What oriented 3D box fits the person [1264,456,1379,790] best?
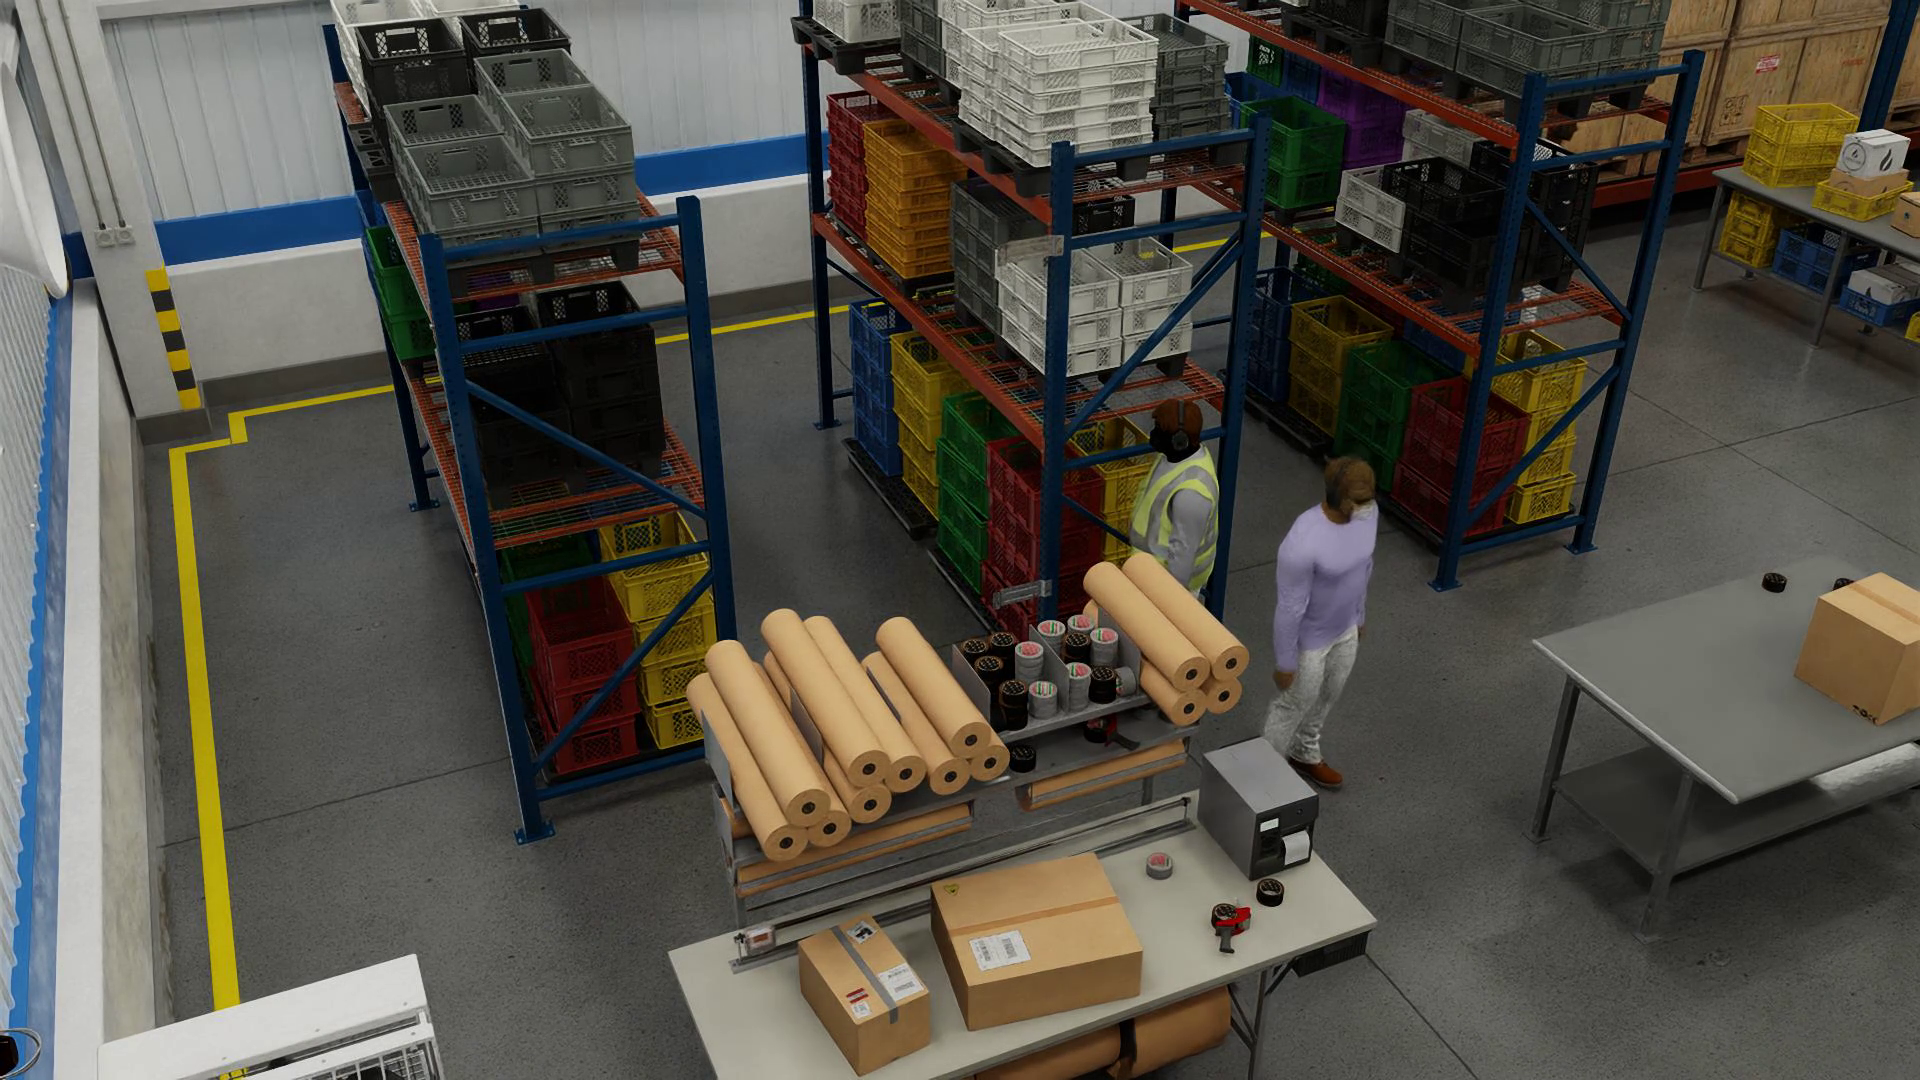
[{"bbox_3d":[1.648,0.445,7.657,0.640,1.925,0.394,-26,40,-36],"label":"person"}]

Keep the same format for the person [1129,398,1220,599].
[{"bbox_3d":[1.041,0.138,8.245,0.429,1.837,0.629,1,32,1],"label":"person"}]

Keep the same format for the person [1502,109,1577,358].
[{"bbox_3d":[4.188,-2.253,12.078,0.359,1.881,0.573,-10,33,-16],"label":"person"}]
